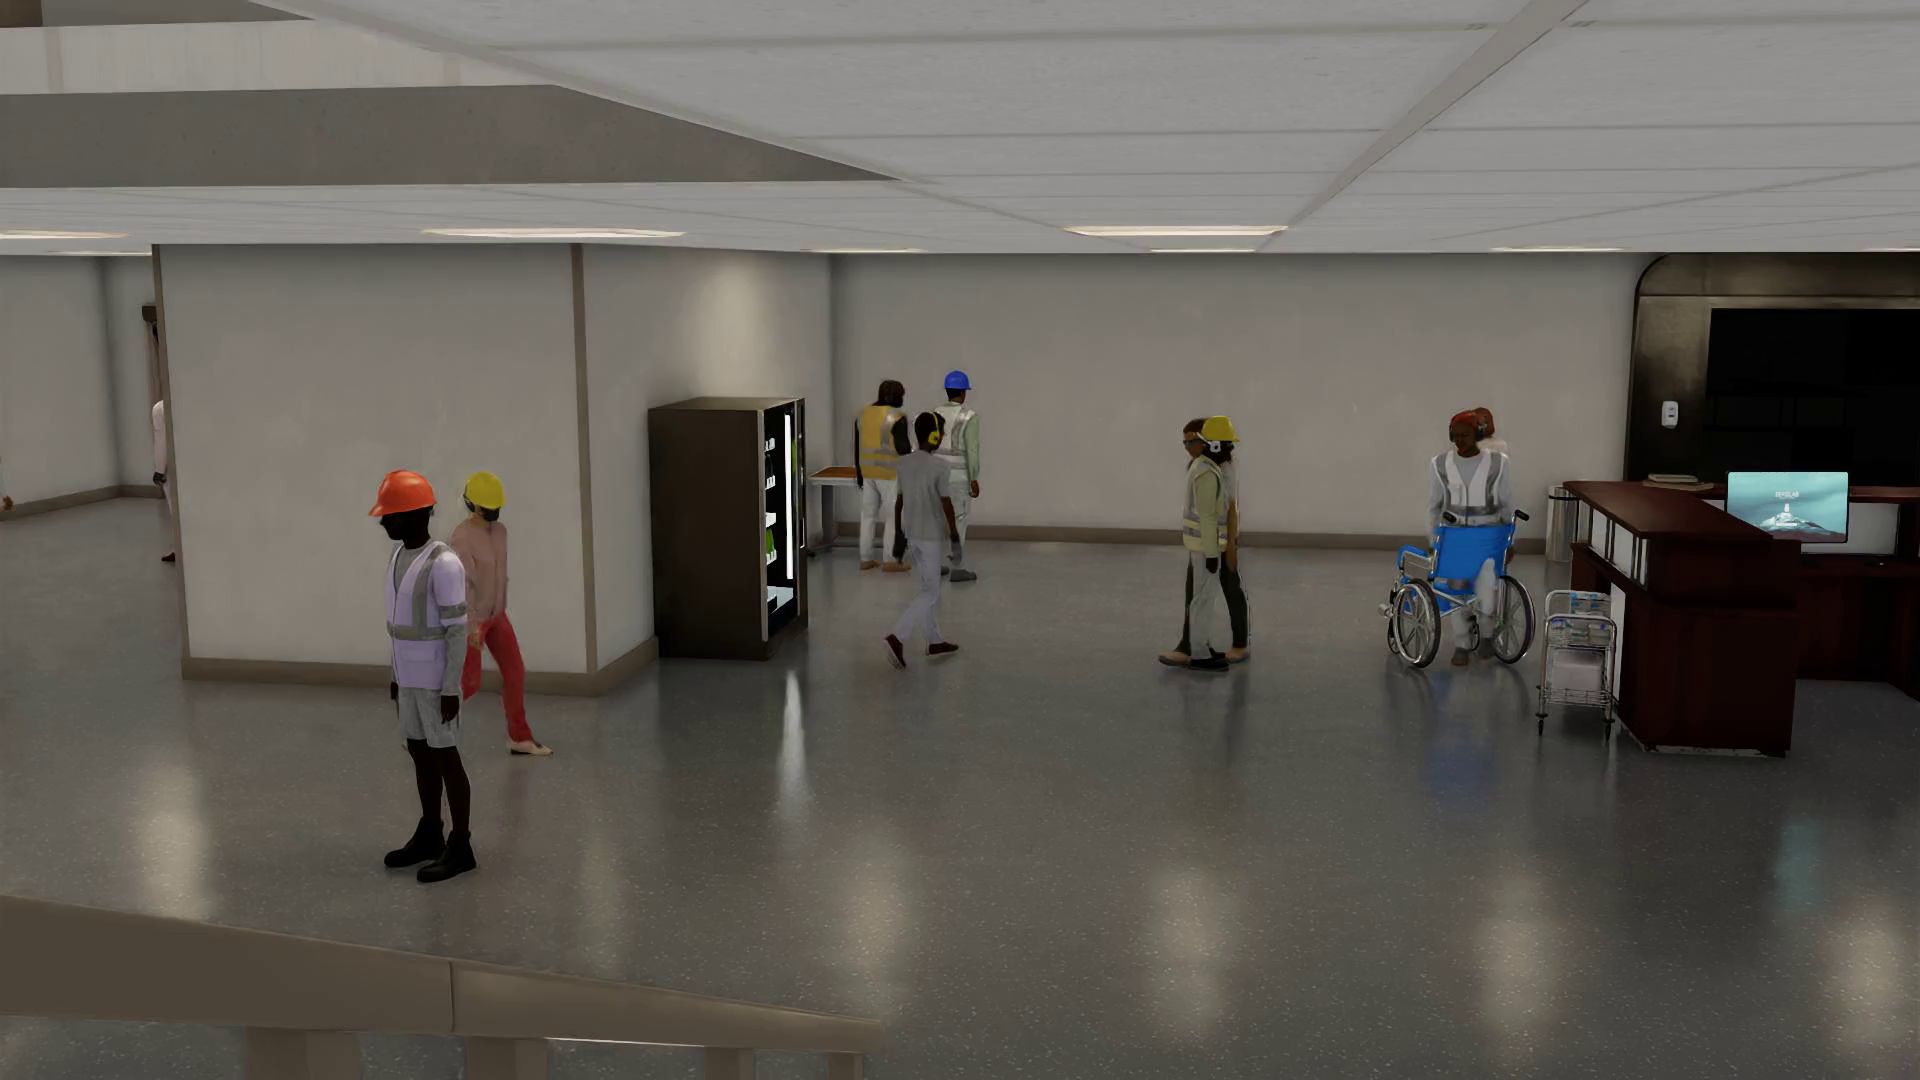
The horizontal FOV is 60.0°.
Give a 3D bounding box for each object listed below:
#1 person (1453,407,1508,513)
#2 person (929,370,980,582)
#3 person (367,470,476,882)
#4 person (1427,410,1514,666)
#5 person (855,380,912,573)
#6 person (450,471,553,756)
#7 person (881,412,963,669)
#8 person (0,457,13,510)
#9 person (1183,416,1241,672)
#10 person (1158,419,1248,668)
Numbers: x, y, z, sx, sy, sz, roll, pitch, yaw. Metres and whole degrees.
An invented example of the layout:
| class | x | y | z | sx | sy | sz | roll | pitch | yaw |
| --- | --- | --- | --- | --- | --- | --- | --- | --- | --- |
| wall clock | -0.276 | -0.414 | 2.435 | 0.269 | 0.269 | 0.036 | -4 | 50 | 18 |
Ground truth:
| class | x | y | z | sx | sy | sz | roll | pitch | yaw |
| --- | --- | --- | --- | --- | --- | --- | --- | --- | --- |
| person | 4.684 | -0.392 | 15.056 | 0.504 | 1.627 | 0.285 | 6 | 11 | 32 |
| person | -0.060 | -0.591 | 15.340 | 0.621 | 1.935 | 0.436 | 9 | 13 | 44 |
| person | -2.525 | 0.632 | 7.772 | 0.551 | 1.932 | 0.377 | 9 | 13 | 43 |
| person | 3.661 | -0.009 | 11.949 | 0.606 | 1.862 | 0.471 | 5 | 10 | 28 |
| person | -0.724 | -0.595 | 15.731 | 0.677 | 1.818 | 0.434 | 8 | 12 | 40 |
| person | -2.798 | 0.442 | 9.573 | 0.675 | 1.729 | 0.528 | 3 | 10 | 19 |
| person | -0.280 | -0.006 | 12.009 | 0.817 | 1.837 | 0.517 | -9 | 13 | -44 |
| person | -8.480 | -0.421 | 14.318 | 0.560 | 1.908 | 0.747 | 1 | 9 | 8 |
| person | 1.792 | 0.022 | 11.891 | 0.403 | 1.824 | 0.598 | 1 | 9 | 8 |
| person | 1.784 | 0.030 | 11.920 | 0.800 | 1.807 | 0.611 | -7 | 11 | -35 |
